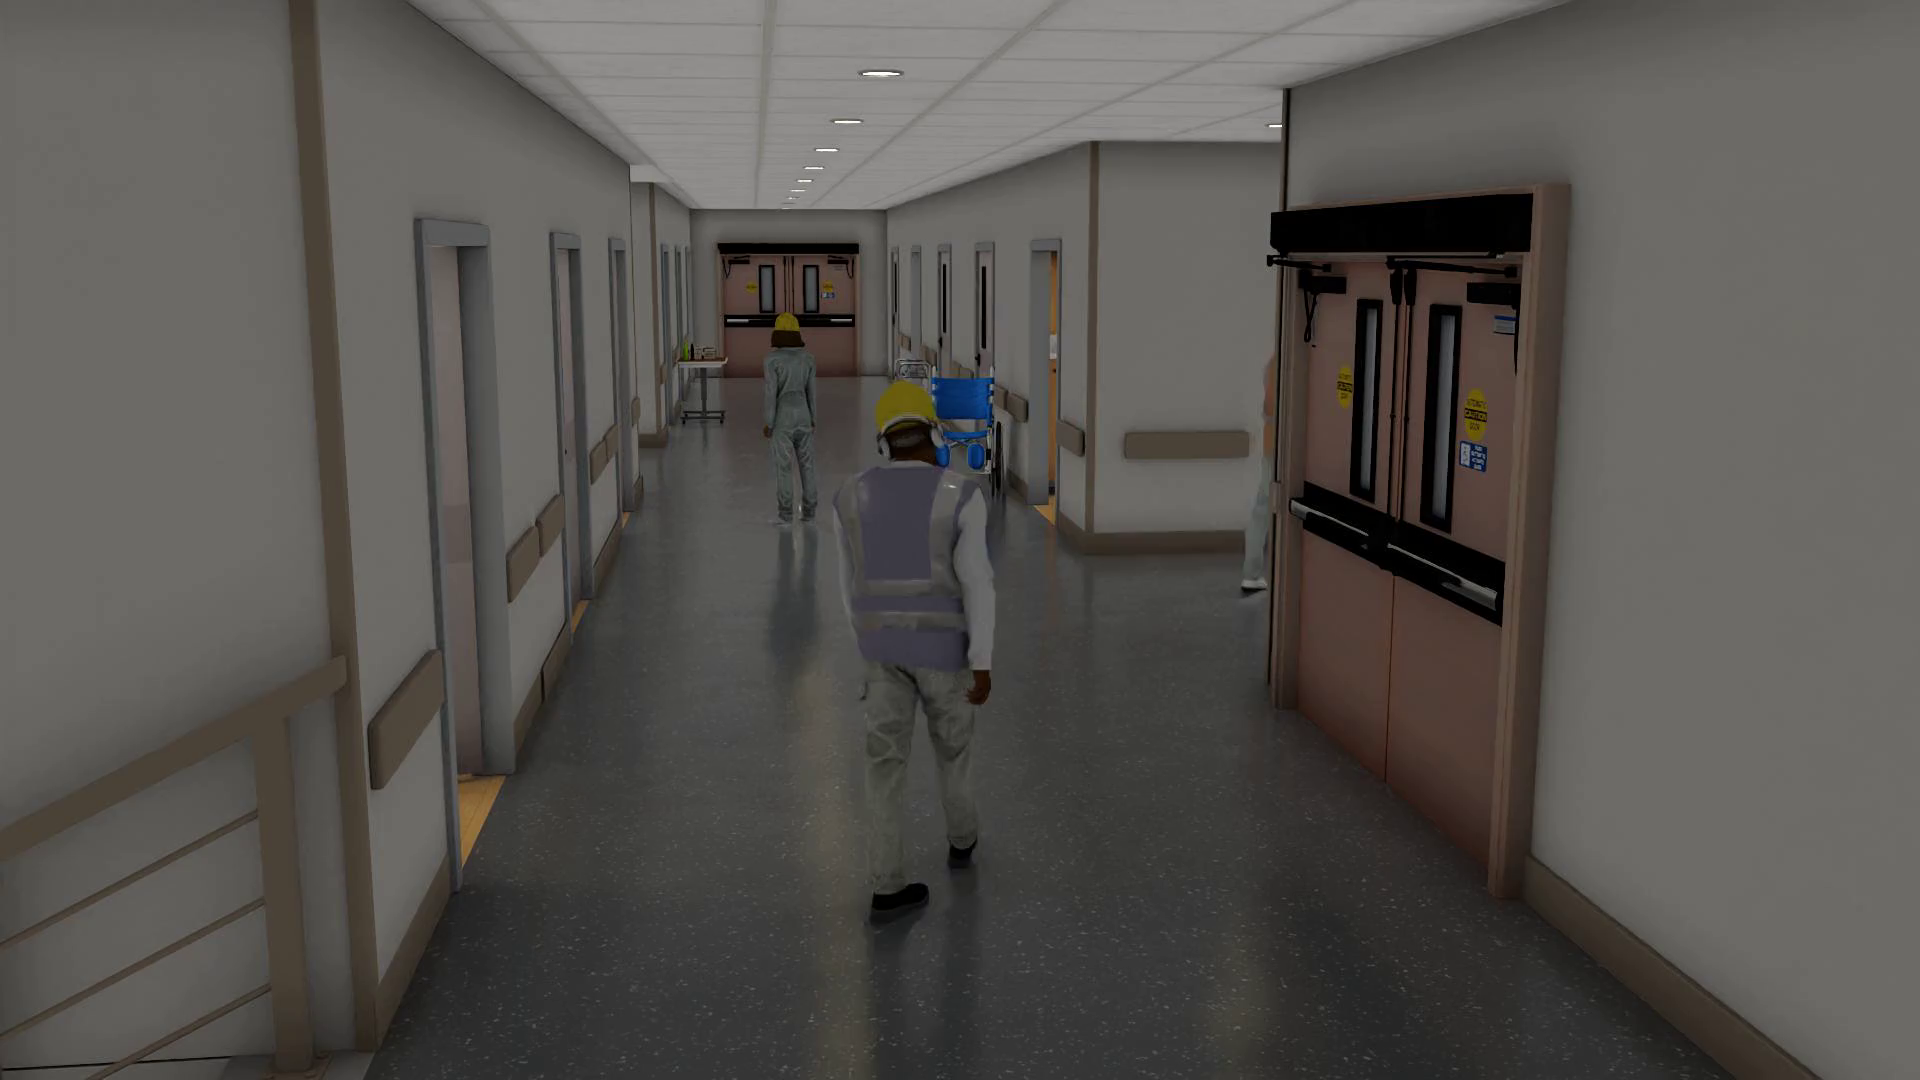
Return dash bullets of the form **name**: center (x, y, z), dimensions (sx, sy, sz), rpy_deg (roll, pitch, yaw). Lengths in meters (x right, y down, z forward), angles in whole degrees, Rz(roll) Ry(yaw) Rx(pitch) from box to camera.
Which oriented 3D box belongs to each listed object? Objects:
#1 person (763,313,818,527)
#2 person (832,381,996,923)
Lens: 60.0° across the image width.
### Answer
- **person**: center (-1.400, -0.982, 13.620), dimensions (0.492, 1.742, 0.320), rpy_deg (-7, 12, -37)
- **person**: center (-0.135, 0.351, 5.742), dimensions (0.614, 1.779, 0.861), rpy_deg (3, 10, 19)
